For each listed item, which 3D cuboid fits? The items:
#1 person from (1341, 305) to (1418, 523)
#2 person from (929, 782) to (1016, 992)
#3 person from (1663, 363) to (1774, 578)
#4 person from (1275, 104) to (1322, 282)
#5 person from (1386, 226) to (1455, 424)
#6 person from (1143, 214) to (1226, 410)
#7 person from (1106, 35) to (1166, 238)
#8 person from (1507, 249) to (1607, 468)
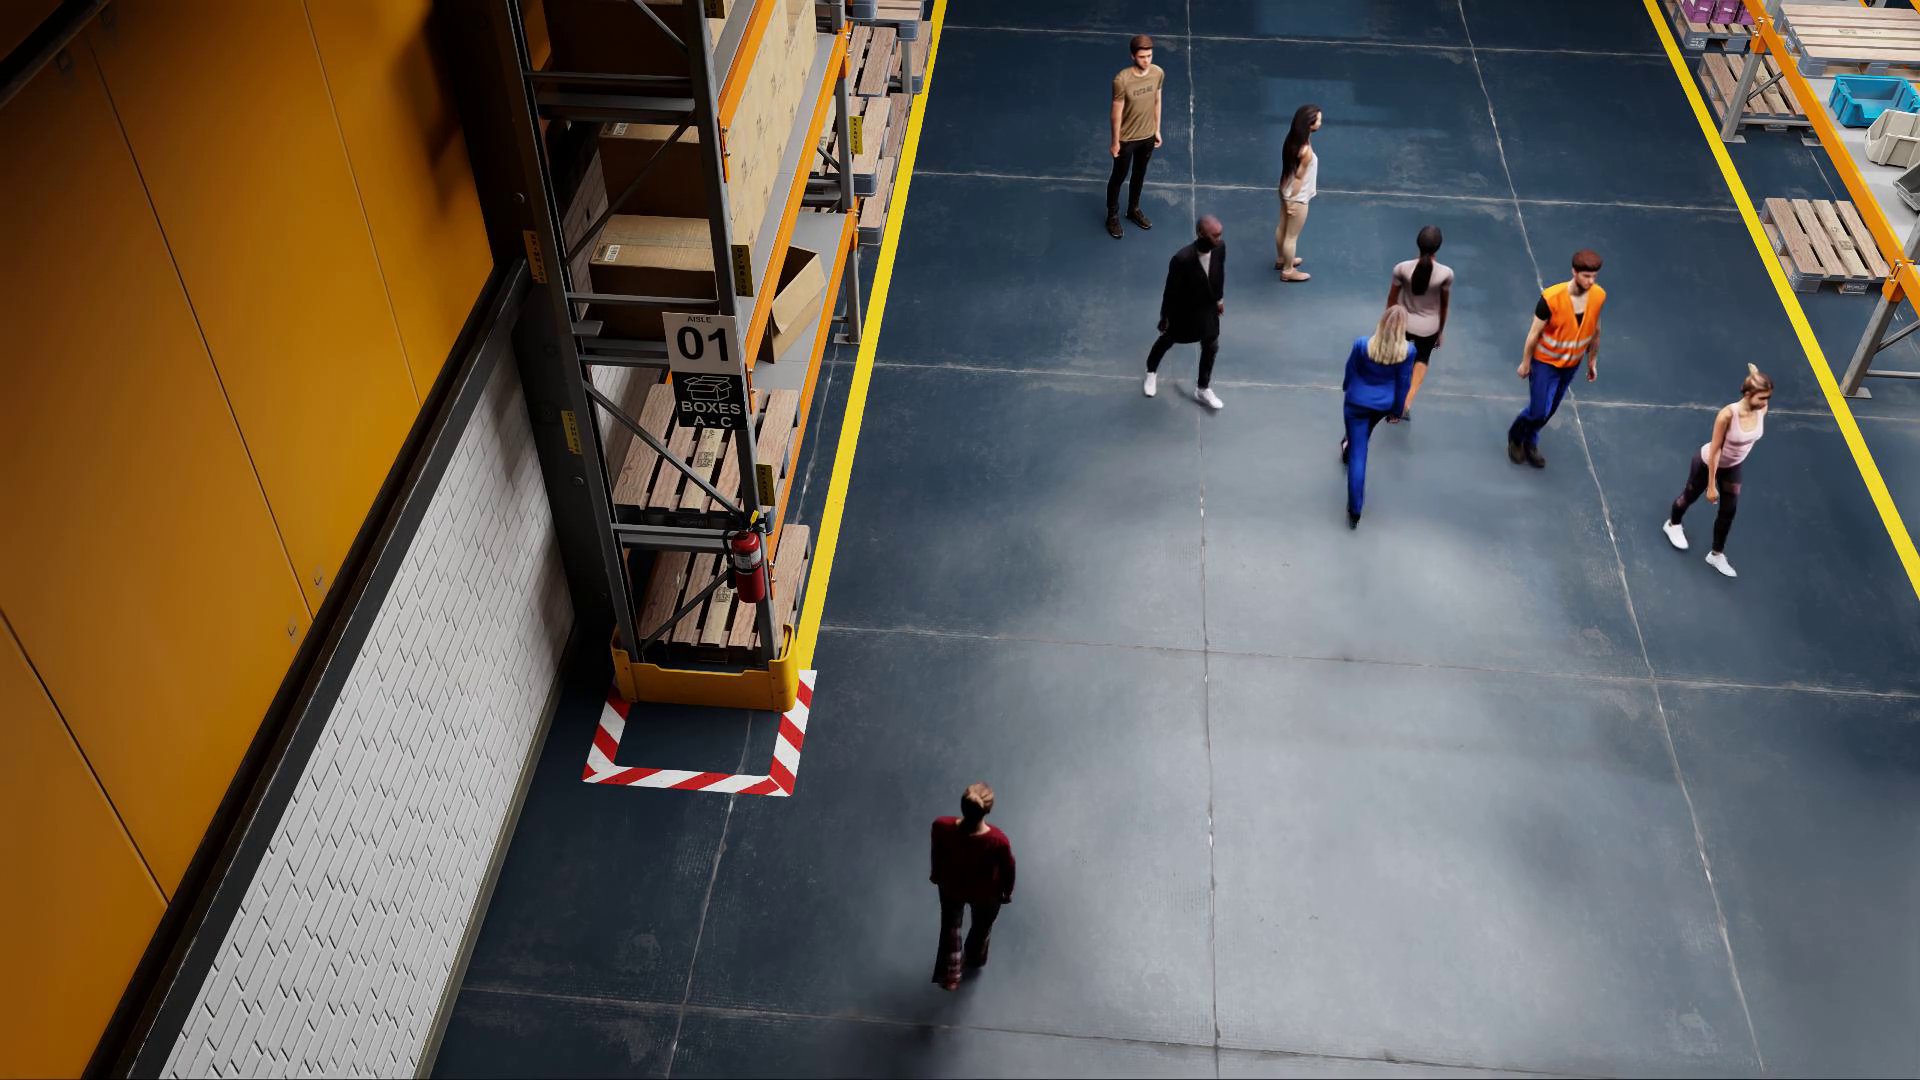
[{"bbox_3d":[2.940,-0.886,11.939,0.633,1.649,1.152,3,44,3],"label":"person"},{"bbox_3d":[0.035,1.896,8.989,0.710,1.691,0.812,10,45,11],"label":"person"},{"bbox_3d":[5.258,-0.590,11.639,0.723,1.633,0.947,-8,44,-8],"label":"person"},{"bbox_3d":[2.826,-2.939,14.092,0.672,1.652,0.611,-26,49,-25],"label":"person"},{"bbox_3d":[3.425,-1.555,12.576,0.691,1.739,0.743,12,45,12],"label":"person"},{"bbox_3d":[1.751,-1.828,12.873,1.020,1.724,1.107,-14,45,-14],"label":"person"},{"bbox_3d":[1.536,-3.569,14.609,0.756,1.851,0.760,-20,47,-20],"label":"person"},{"bbox_3d":[4.376,-1.387,12.303,0.796,1.873,0.804,-11,45,-11],"label":"person"}]
